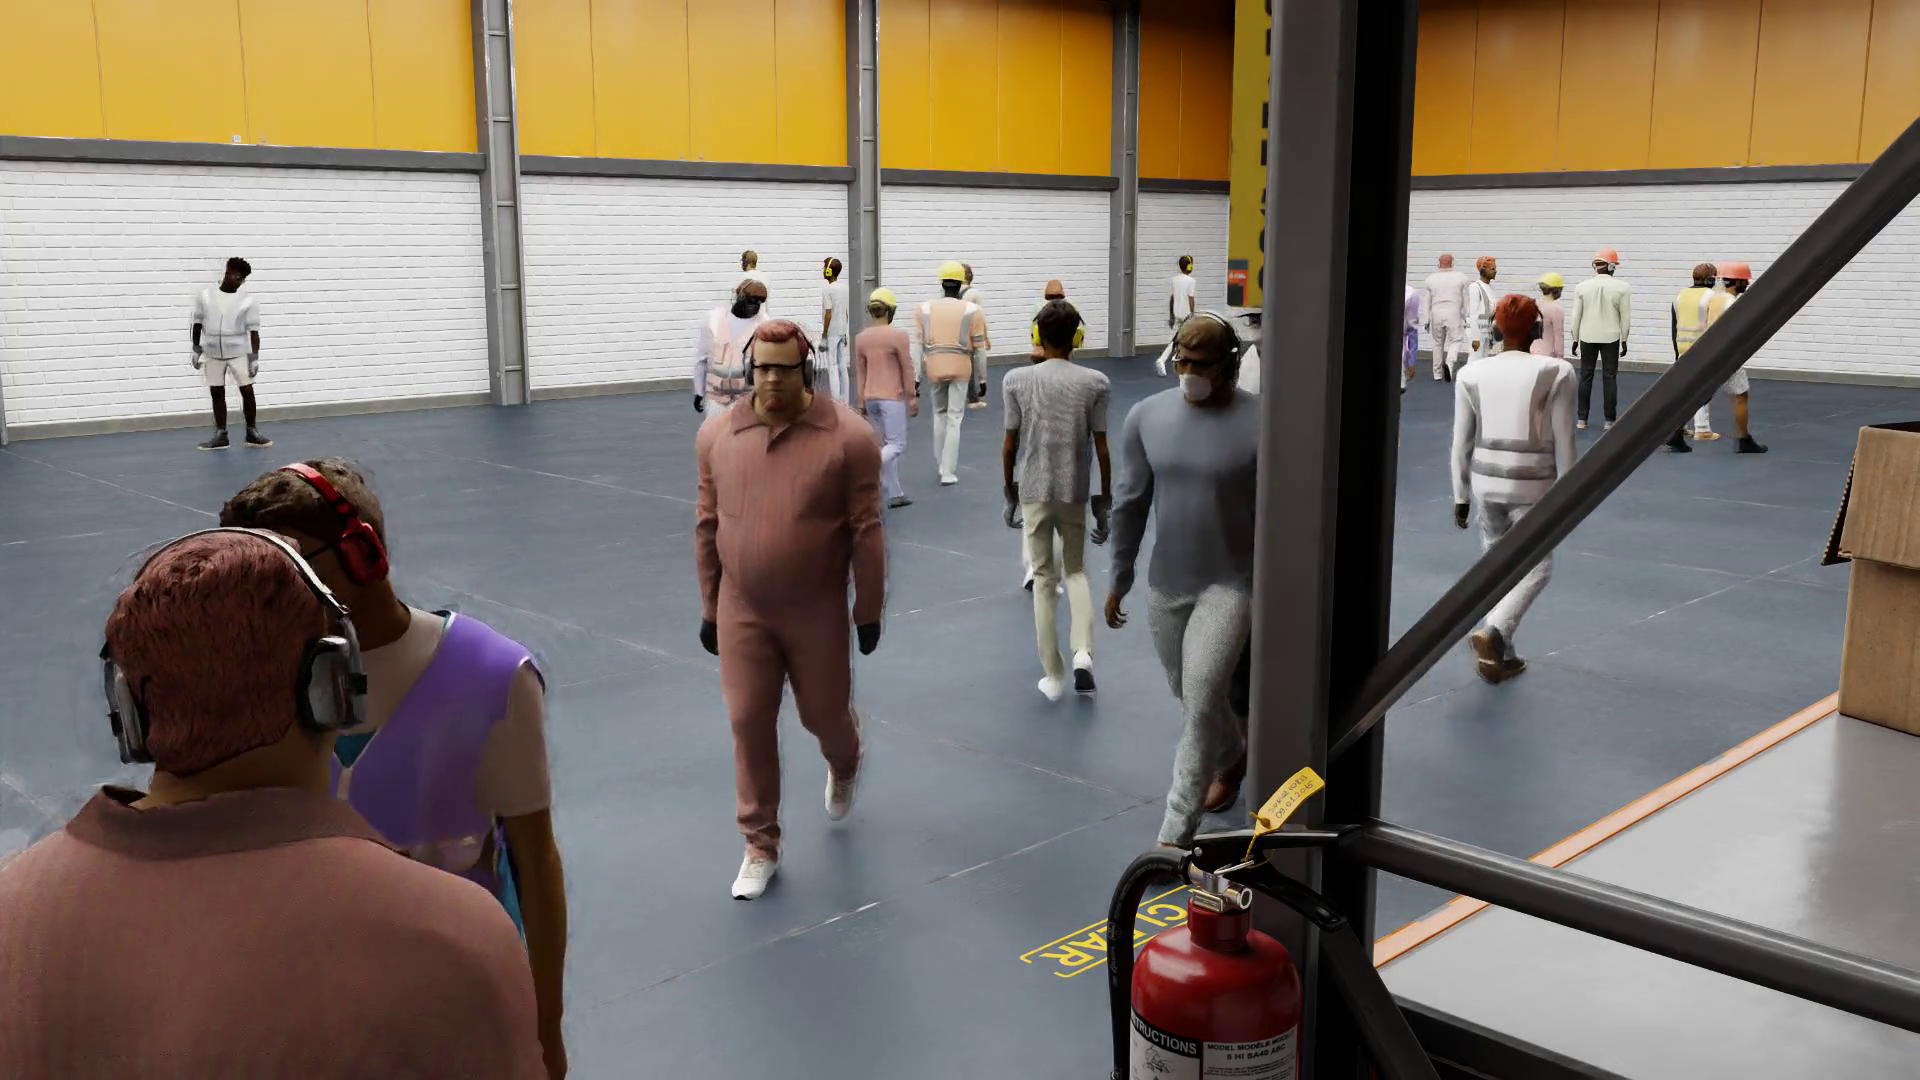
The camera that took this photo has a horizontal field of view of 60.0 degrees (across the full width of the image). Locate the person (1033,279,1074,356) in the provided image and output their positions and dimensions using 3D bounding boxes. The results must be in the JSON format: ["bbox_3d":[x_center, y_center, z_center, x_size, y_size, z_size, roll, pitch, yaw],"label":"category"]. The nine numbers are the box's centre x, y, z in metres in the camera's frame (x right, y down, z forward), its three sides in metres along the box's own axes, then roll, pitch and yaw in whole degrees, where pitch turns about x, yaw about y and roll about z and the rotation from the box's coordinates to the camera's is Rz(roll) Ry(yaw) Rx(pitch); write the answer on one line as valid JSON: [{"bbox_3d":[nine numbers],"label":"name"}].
[{"bbox_3d":[1.117,-2.310,19.910,0.511,1.617,0.662,1,10,8],"label":"person"}]

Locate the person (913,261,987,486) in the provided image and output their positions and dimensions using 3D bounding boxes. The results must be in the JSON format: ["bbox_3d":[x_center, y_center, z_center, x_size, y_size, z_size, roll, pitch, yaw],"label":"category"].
[{"bbox_3d":[-0.062,-1.450,14.418,0.623,1.896,0.828,2,11,12],"label":"person"}]

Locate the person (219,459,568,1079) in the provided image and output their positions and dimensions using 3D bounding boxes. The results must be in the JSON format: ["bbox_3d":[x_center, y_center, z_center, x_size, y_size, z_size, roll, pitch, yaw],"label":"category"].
[{"bbox_3d":[-0.940,0.753,2.739,0.596,1.772,0.990,0,10,1],"label":"person"}]

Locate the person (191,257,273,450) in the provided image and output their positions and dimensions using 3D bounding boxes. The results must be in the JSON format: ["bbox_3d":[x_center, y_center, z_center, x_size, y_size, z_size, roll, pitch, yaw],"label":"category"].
[{"bbox_3d":[-7.313,-1.846,16.554,0.700,1.924,0.369,-2,11,-10],"label":"person"}]

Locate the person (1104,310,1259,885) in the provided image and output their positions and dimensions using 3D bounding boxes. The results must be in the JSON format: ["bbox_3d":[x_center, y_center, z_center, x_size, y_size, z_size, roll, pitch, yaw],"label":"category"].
[{"bbox_3d":[0.870,0.145,5.745,0.650,1.900,0.984,7,12,33],"label":"person"}]

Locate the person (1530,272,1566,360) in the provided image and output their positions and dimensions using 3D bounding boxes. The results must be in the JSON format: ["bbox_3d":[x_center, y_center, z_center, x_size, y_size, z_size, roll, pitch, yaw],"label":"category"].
[{"bbox_3d":[6.051,-1.912,17.342,0.523,1.752,0.533,-3,11,-16],"label":"person"}]

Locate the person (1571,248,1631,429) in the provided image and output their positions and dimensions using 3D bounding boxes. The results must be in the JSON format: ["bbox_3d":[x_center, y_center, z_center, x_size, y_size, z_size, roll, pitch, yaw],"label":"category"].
[{"bbox_3d":[7.073,-2.216,18.368,0.611,1.990,0.392,6,12,30],"label":"person"}]

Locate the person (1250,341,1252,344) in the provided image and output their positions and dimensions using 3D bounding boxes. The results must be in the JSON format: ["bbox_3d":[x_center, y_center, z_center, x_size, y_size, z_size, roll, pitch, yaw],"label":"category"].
[{"bbox_3d":[2.939,-1.754,16.142,0.636,1.880,0.581,1,10,3],"label":"person"}]

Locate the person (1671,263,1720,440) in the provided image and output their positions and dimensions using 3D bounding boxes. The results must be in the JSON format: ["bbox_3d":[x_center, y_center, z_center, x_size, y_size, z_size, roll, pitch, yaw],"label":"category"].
[{"bbox_3d":[7.742,-1.968,17.423,0.429,1.844,0.622,-4,11,-23],"label":"person"}]

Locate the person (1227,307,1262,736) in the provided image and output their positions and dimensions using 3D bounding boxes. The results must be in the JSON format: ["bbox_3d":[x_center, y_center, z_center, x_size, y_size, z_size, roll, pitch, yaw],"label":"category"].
[{"bbox_3d":[1.287,-0.124,6.821,0.698,2.000,0.543,10,14,42],"label":"person"}]

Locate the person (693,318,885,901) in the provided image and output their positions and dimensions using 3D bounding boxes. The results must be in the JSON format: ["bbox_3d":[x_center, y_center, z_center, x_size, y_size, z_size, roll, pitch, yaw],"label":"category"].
[{"bbox_3d":[-0.561,0.188,5.587,0.645,1.877,0.786,1,10,8],"label":"person"}]

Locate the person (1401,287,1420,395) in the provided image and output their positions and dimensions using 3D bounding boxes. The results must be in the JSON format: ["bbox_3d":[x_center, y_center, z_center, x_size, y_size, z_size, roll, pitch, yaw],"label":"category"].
[{"bbox_3d":[3.876,-1.663,15.291,0.632,2.005,0.889,3,11,18],"label":"person"}]

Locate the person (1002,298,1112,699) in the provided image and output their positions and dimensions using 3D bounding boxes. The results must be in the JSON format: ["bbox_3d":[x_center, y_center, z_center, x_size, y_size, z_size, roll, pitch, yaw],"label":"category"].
[{"bbox_3d":[0.435,-0.181,7.680,0.492,1.848,0.412,-1,10,-5],"label":"person"}]

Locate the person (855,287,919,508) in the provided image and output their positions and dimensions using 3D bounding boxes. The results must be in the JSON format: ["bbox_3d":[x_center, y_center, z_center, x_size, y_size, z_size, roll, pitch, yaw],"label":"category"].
[{"bbox_3d":[-0.635,-1.083,12.871,0.547,1.732,0.678,9,13,39],"label":"person"}]

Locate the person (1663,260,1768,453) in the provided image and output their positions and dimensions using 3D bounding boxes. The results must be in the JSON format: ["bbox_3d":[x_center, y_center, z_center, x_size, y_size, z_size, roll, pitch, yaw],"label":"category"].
[{"bbox_3d":[7.424,-1.777,16.242,0.971,1.903,0.541,-1,10,-5],"label":"person"}]

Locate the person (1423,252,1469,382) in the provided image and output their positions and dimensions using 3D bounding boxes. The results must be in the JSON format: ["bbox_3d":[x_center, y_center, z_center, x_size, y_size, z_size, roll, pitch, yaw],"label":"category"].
[{"bbox_3d":[7.082,-3.242,24.232,0.679,1.887,0.736,5,12,27],"label":"person"}]

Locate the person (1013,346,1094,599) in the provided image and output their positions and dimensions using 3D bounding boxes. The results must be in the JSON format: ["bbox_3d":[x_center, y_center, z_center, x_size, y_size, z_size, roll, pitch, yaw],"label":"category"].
[{"bbox_3d":[0.529,-0.453,9.772,0.525,1.613,0.366,2,11,11],"label":"person"}]

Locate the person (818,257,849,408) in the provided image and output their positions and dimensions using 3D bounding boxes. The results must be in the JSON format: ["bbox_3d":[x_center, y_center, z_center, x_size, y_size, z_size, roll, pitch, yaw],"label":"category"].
[{"bbox_3d":[-1.519,-2.442,19.917,0.329,1.877,0.508,5,12,27],"label":"person"}]

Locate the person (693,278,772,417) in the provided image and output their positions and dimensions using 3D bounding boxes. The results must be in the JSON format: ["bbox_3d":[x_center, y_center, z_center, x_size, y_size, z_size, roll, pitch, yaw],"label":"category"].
[{"bbox_3d":[-1.683,-1.077,12.680,0.689,1.810,0.455,1,10,4],"label":"person"}]

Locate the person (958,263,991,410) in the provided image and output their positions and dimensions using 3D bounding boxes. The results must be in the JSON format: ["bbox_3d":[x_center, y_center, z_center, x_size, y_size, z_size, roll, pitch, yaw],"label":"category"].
[{"bbox_3d":[0.012,-2.439,20.097,0.526,1.813,0.914,9,13,39],"label":"person"}]

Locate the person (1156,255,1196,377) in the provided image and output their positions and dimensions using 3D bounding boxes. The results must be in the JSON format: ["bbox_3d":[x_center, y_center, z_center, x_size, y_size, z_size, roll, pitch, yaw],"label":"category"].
[{"bbox_3d":[3.293,-3.332,24.856,0.771,1.851,0.518,-8,13,-38],"label":"person"}]

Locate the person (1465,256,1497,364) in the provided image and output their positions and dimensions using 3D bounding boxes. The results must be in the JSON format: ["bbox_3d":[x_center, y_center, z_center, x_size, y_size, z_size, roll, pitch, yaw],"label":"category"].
[{"bbox_3d":[6.191,-2.414,19.741,0.355,1.883,0.573,7,12,33],"label":"person"}]

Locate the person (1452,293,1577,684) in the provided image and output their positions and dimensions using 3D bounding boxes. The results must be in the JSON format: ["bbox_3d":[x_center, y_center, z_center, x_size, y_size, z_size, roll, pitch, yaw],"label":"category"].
[{"bbox_3d":[2.572,-0.221,7.819,0.584,1.868,0.647,9,14,40],"label":"person"}]

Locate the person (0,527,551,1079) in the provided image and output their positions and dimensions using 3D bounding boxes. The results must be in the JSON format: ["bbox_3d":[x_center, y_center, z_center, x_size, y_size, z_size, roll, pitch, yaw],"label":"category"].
[{"bbox_3d":[-0.706,0.928,1.636,0.628,1.869,0.940,5,11,25],"label":"person"}]

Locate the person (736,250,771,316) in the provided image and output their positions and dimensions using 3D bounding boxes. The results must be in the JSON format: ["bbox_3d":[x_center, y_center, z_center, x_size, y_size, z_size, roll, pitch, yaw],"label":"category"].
[{"bbox_3d":[-2.739,-2.843,21.923,0.370,1.940,0.627,6,12,30],"label":"person"}]

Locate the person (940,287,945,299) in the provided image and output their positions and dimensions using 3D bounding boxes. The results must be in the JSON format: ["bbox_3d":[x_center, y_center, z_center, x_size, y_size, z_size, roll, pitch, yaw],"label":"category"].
[{"bbox_3d":[-0.132,-3.348,25.358,0.319,1.693,0.530,-9,13,-39],"label":"person"}]
